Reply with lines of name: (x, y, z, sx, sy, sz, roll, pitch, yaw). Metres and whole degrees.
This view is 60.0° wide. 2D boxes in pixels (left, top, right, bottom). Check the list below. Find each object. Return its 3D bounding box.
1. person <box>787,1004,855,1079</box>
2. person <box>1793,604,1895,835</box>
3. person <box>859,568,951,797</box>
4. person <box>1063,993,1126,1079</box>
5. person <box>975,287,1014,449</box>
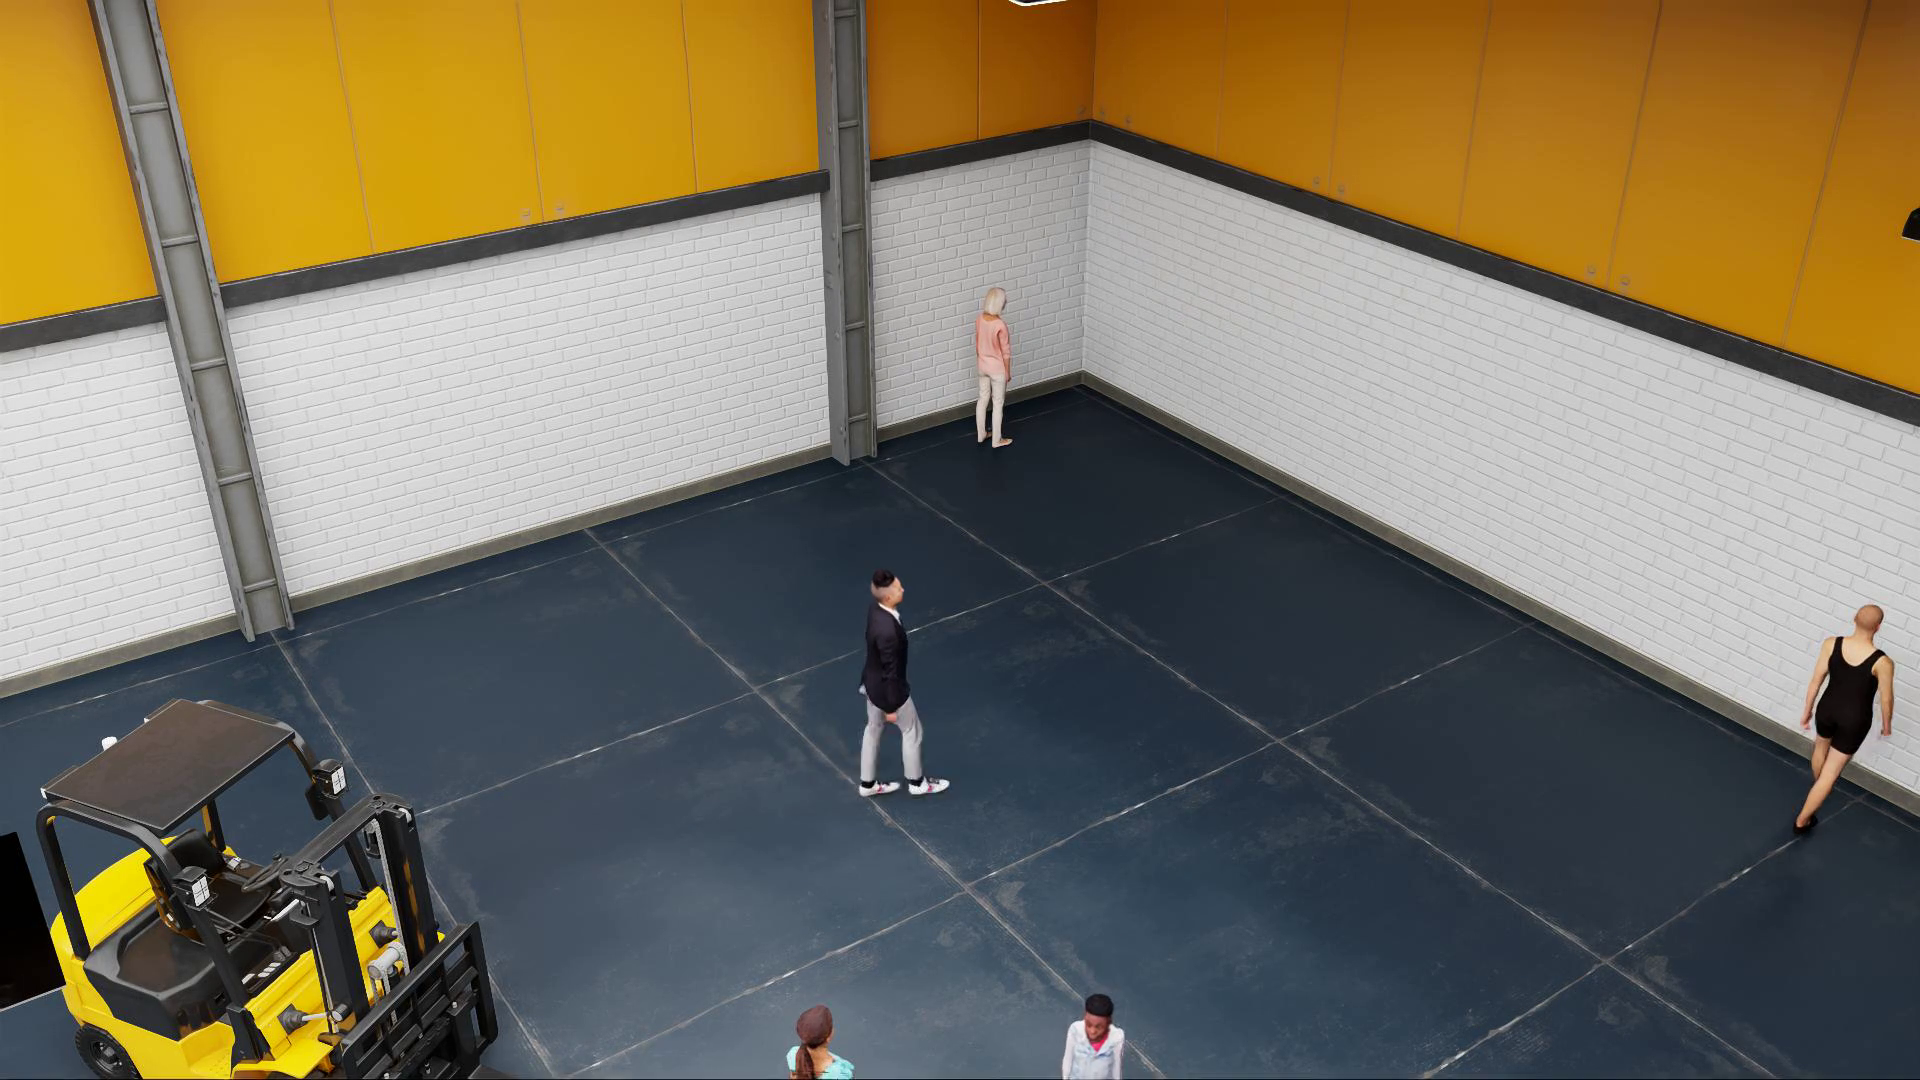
person: (-0.706, 3.050, 8.633, 0.712, 1.570, 0.854, 17, 33, 28)
person: (6.136, 1.293, 11.633, 0.995, 1.782, 0.663, -20, 35, -32)
person: (-0.620, 1.048, 11.922, 1.012, 1.936, 0.900, -7, 29, -13)
person: (0.742, 2.949, 9.147, 0.599, 1.256, 0.655, 8, 30, 14)
person: (0.338, -1.811, 17.392, 0.647, 1.717, 0.591, 24, 36, 36)
